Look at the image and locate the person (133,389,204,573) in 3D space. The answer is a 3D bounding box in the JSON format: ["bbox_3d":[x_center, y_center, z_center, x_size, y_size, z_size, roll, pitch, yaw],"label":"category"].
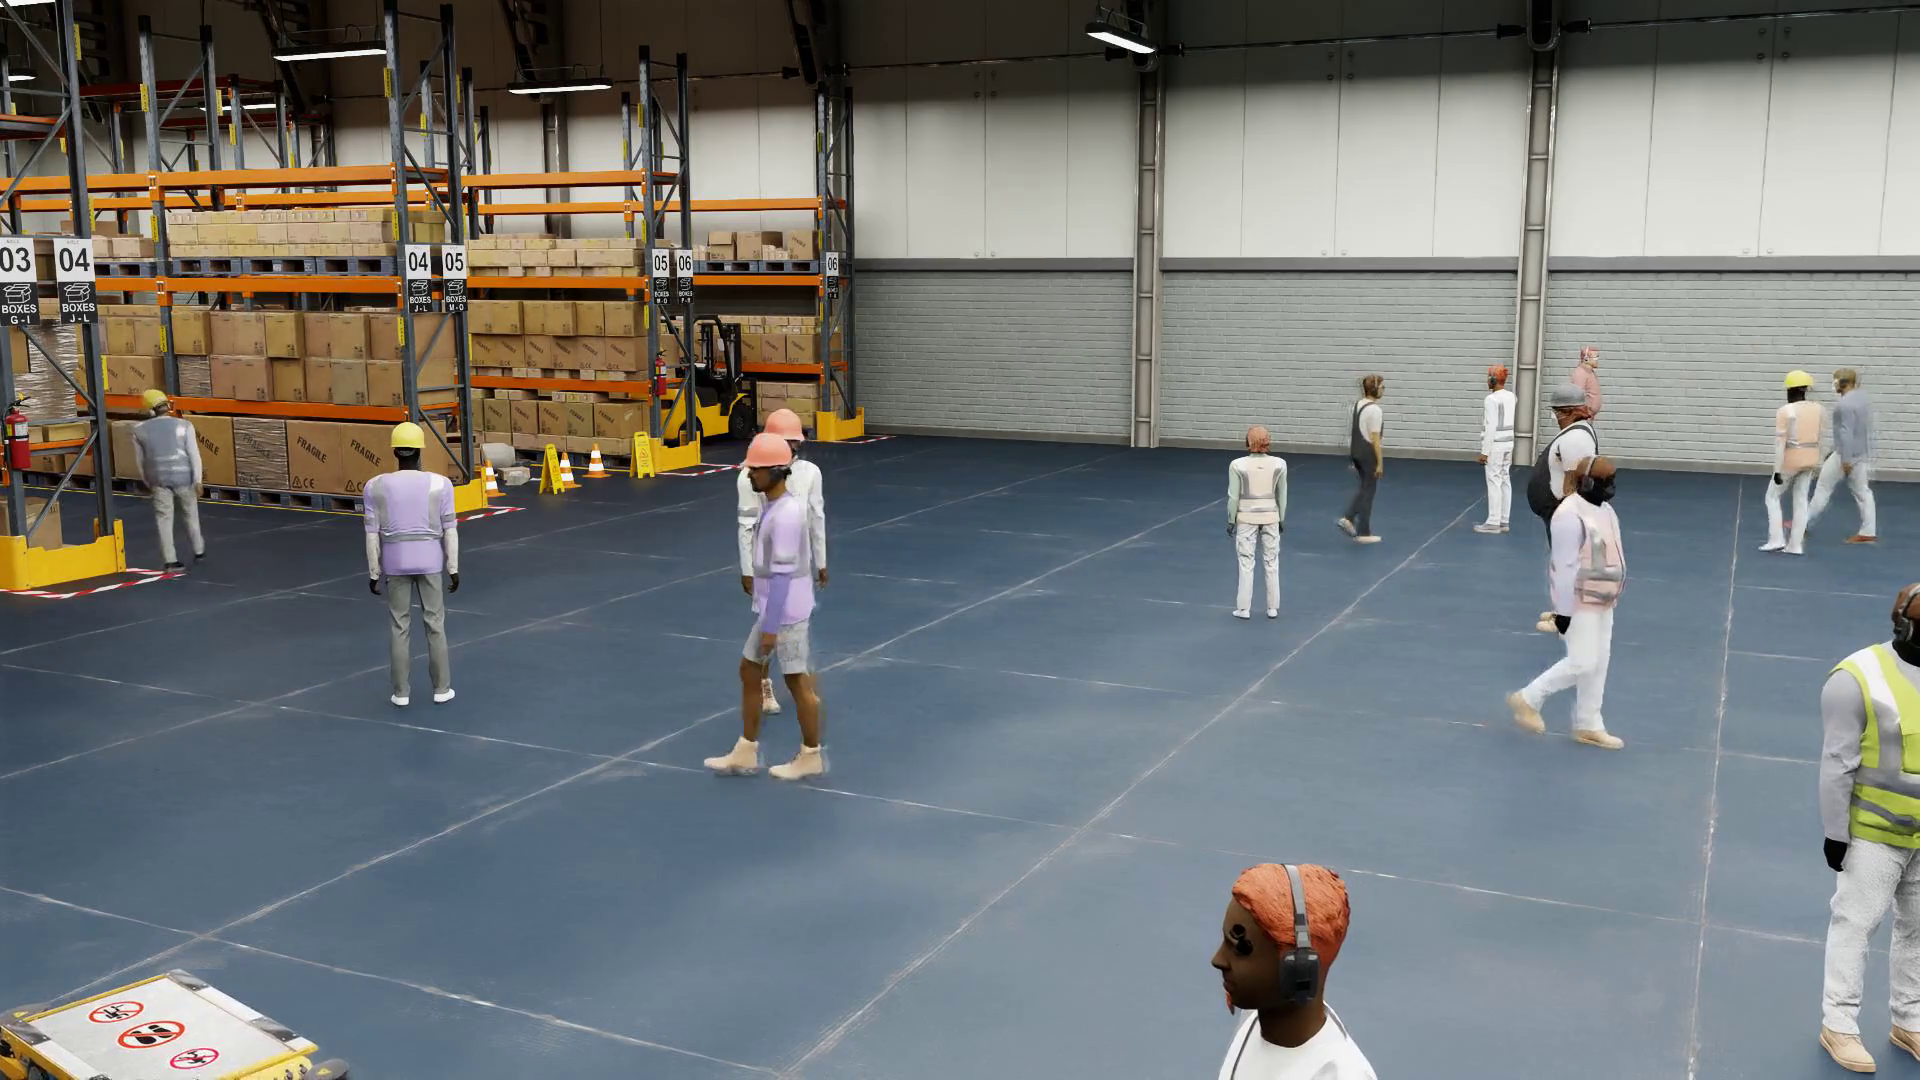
[{"bbox_3d":[-7.749,-0.593,16.358,0.613,1.770,0.900,-2,10,-15],"label":"person"}]

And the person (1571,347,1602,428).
[{"bbox_3d":[8.450,-1.655,22.465,0.405,1.911,0.636,5,11,28],"label":"person"}]

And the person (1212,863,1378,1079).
[{"bbox_3d":[0.593,1.511,3.135,0.356,1.883,0.574,-1,9,-7],"label":"person"}]

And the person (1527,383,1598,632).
[{"bbox_3d":[4.911,-0.274,13.590,0.536,2.000,0.688,4,10,25],"label":"person"}]

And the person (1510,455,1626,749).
[{"bbox_3d":[3.822,0.375,10.282,0.566,1.826,0.628,8,12,41],"label":"person"}]

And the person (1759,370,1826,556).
[{"bbox_3d":[8.589,-0.798,17.196,0.606,1.909,0.513,-2,9,-12],"label":"person"}]

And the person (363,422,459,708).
[{"bbox_3d":[-3.688,0.170,11.219,0.594,1.924,0.368,-3,10,-17],"label":"person"}]

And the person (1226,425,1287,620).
[{"bbox_3d":[2.498,-0.142,14.005,0.515,1.641,0.314,-1,9,-4],"label":"person"}]

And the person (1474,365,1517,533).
[{"bbox_3d":[6.004,-1.014,18.618,0.576,1.881,0.354,-9,13,-44],"label":"person"}]

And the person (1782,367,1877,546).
[{"bbox_3d":[9.454,-0.908,17.942,0.631,1.883,1.031,-9,13,-44],"label":"person"}]

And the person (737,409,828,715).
[{"bbox_3d":[-1.167,0.142,11.061,0.614,2.036,0.395,-6,11,-32],"label":"person"}]

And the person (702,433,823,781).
[{"bbox_3d":[-1.161,0.408,9.468,0.824,2.018,0.637,-2,10,-14],"label":"person"}]

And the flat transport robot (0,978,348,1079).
[{"bbox_3d":[-2.813,1.863,5.898,1.431,0.197,0.652,8,12,39],"label":"flat transport robot"}]

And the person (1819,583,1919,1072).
[{"bbox_3d":[3.466,1.054,6.103,0.629,1.836,0.430,-1,9,-4],"label":"person"}]

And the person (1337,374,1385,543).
[{"bbox_3d":[4.377,-0.866,17.843,0.416,1.833,0.532,-2,10,-15],"label":"person"}]
